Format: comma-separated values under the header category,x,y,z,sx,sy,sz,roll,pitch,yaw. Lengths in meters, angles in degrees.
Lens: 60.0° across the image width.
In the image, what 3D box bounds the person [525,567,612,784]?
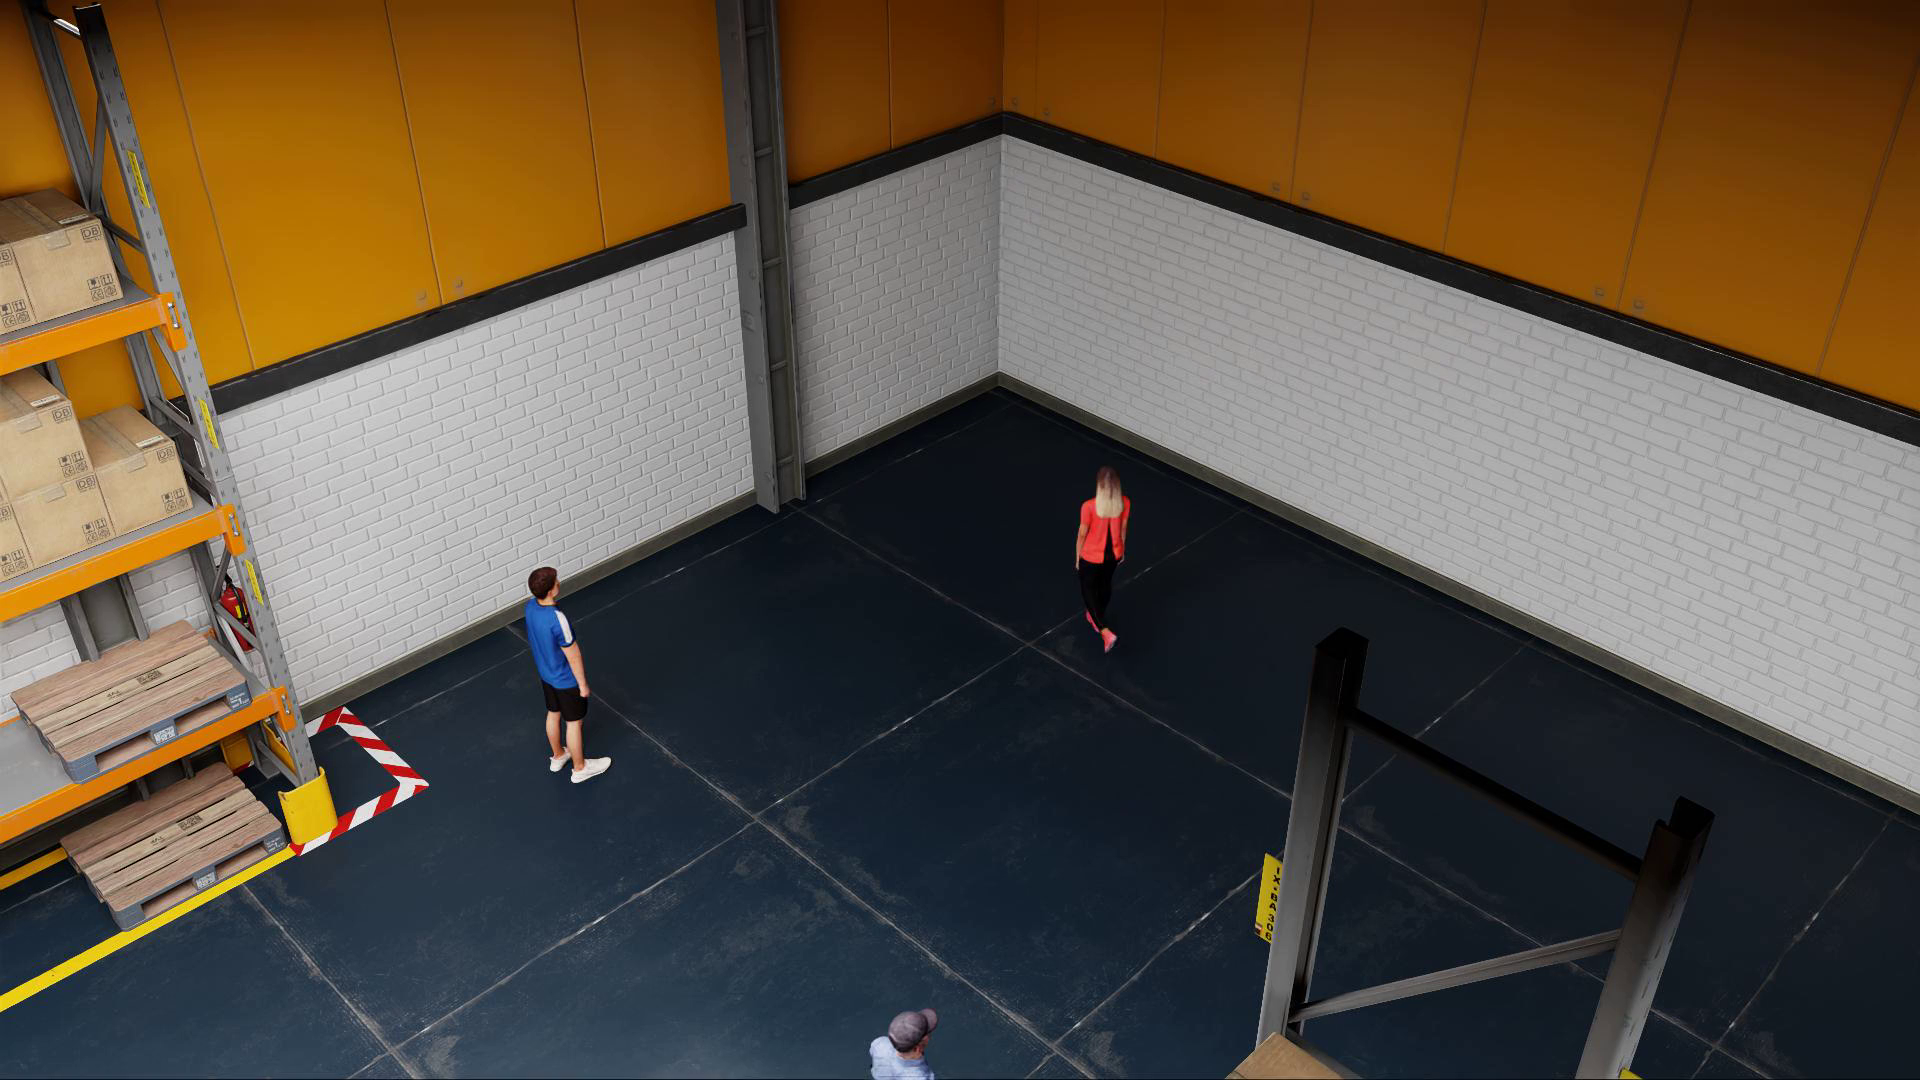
category,x,y,z,sx,sy,sz,roll,pitch,yaw
person,-2.974,0.981,12.325,0.666,1.866,0.602,23,40,31

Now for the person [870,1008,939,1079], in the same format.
category,x,y,z,sx,sy,sz,roll,pitch,yaw
person,-0.327,3.203,8.980,0.694,1.869,1.047,26,41,33

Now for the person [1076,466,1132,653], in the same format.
category,x,y,z,sx,sy,sz,roll,pitch,yaw
person,1.198,0.178,13.708,1.012,1.673,0.925,-11,35,-15
